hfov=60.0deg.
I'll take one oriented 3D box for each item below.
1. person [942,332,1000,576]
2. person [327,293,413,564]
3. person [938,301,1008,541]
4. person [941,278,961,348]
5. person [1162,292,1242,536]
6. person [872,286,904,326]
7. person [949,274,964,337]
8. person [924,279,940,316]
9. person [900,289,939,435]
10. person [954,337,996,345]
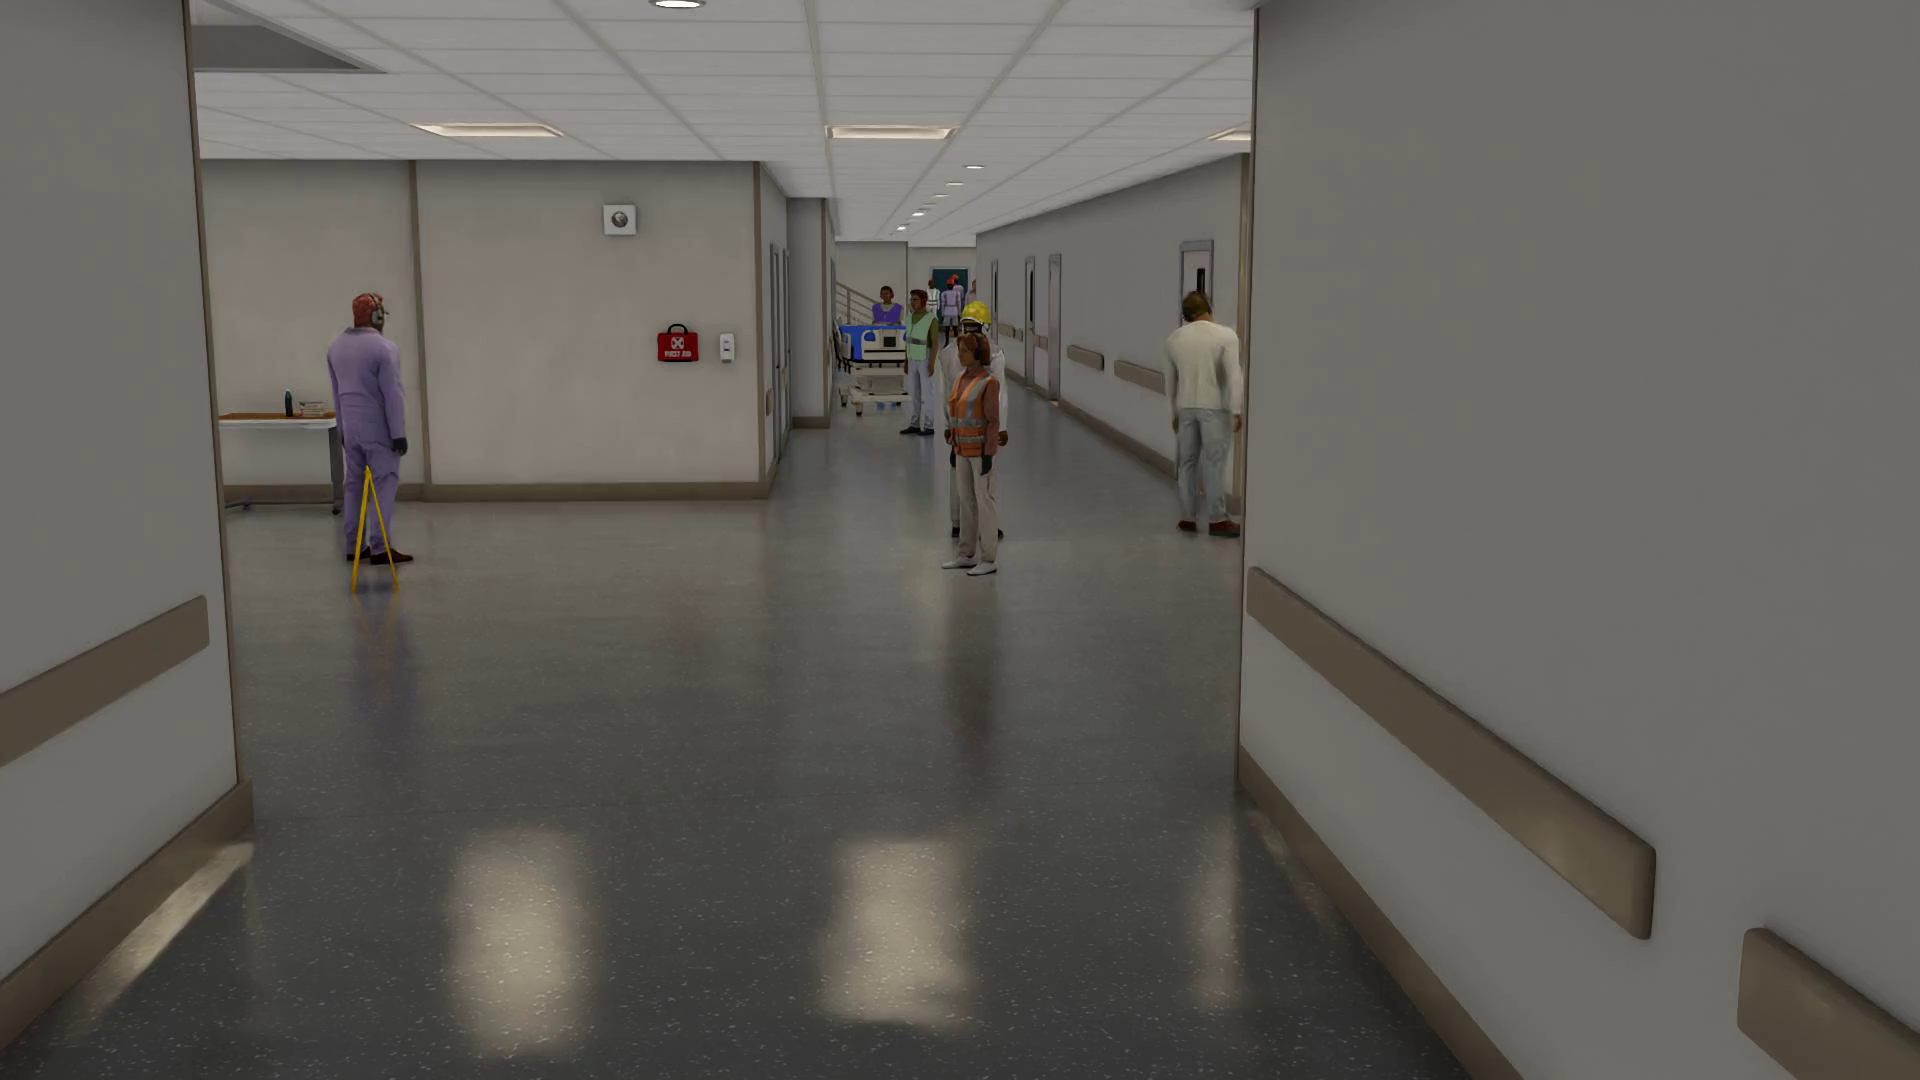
[{"bbox_3d":[0.094,-0.584,11.273,0.311,1.642,0.513,-5,11,-31],"label":"person"},{"bbox_3d":[-4.128,-0.781,11.719,0.651,1.902,0.400,5,10,30],"label":"person"},{"bbox_3d":[0.116,-0.904,12.726,0.591,1.824,0.403,6,11,33],"label":"person"},{"bbox_3d":[-0.259,-6.248,45.906,0.544,1.939,0.354,-1,9,-9],"label":"person"},{"bbox_3d":[1.944,-0.984,13.022,0.801,1.896,0.421,6,11,34],"label":"person"},{"bbox_3d":[-1.221,-3.350,28.000,0.566,1.847,0.390,2,9,11],"label":"person"},{"bbox_3d":[-0.167,-7.629,54.245,0.605,2.045,0.378,-6,11,-34],"label":"person"},{"bbox_3d":[-0.951,-7.694,55.153,0.574,1.884,0.356,-2,9,-13],"label":"person"},{"bbox_3d":[-0.491,-2.254,21.112,0.388,1.848,0.564,-8,12,-42],"label":"person"},{"bbox_3d":[0.146,-1.757,18.761,0.519,1.605,0.825,2,9,10],"label":"person"}]
